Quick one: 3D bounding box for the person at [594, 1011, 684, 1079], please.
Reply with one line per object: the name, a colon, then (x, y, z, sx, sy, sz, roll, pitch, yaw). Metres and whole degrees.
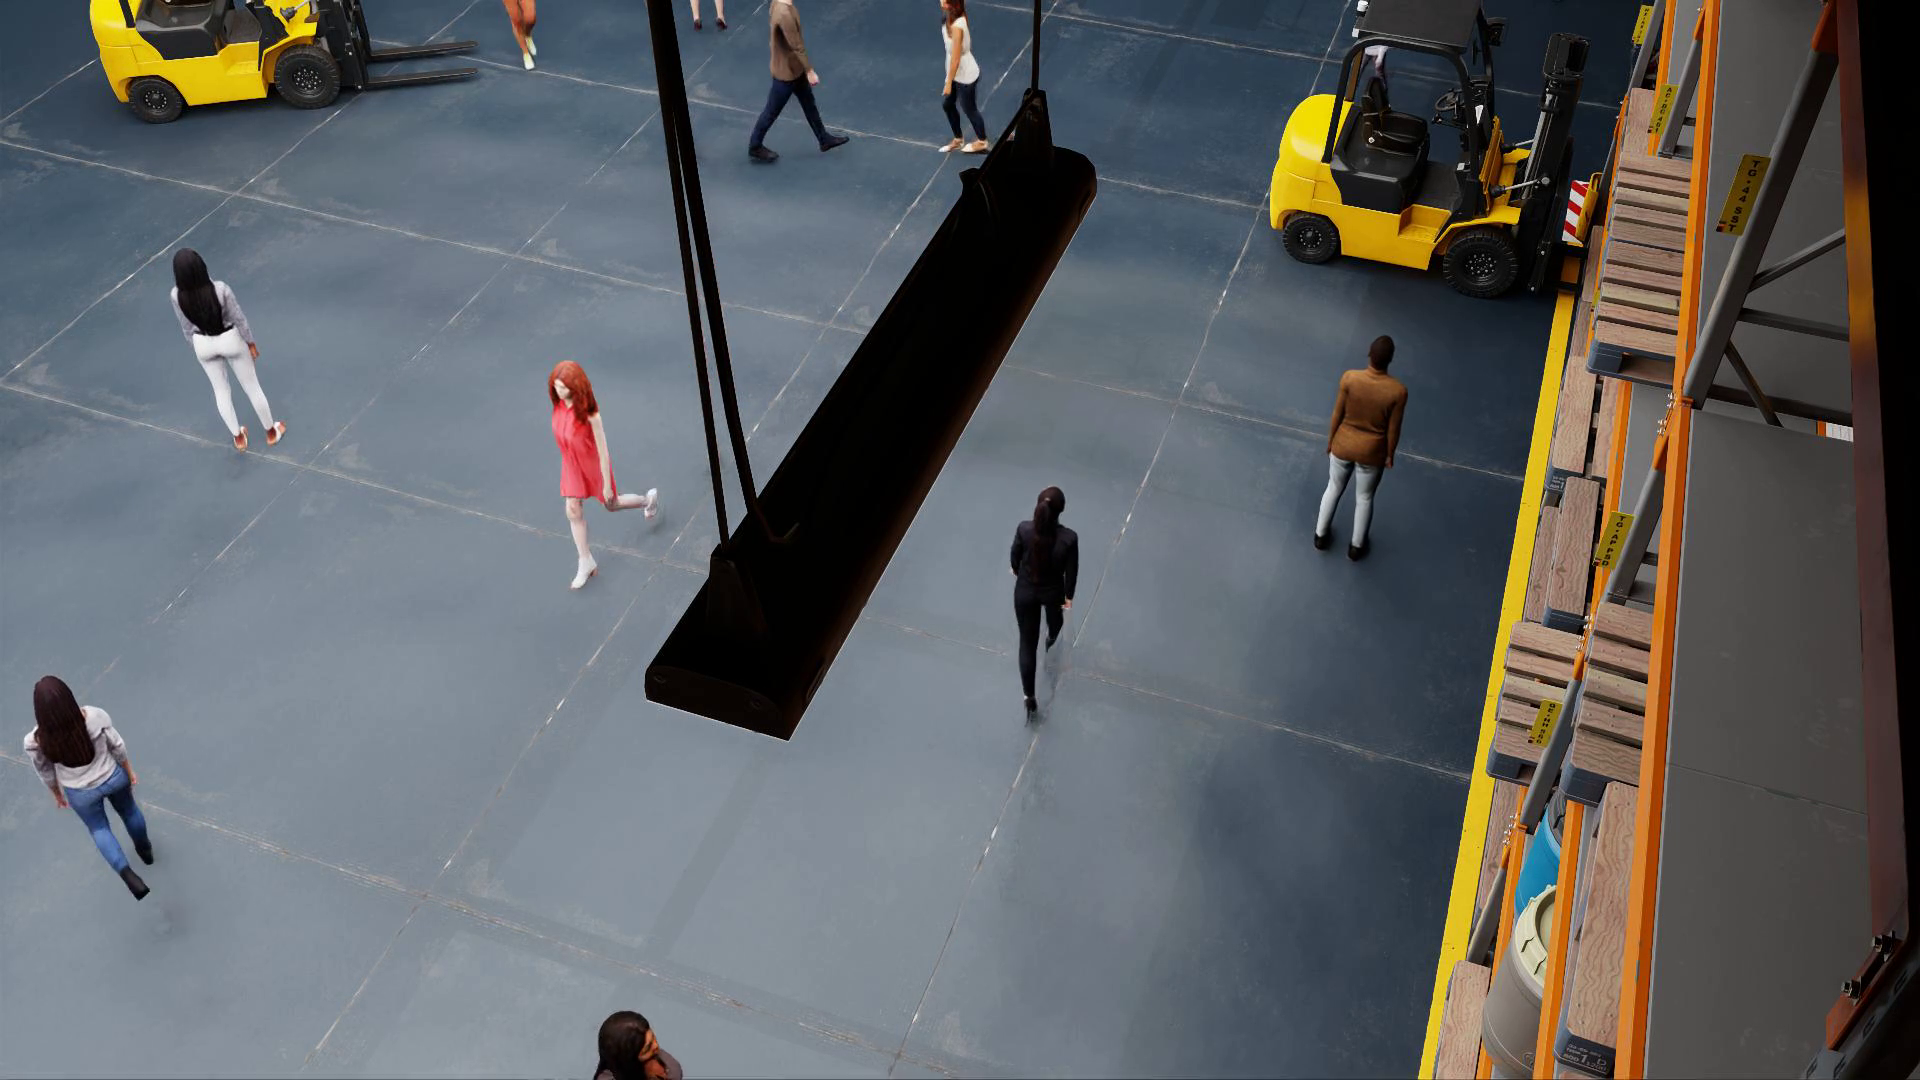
person: (-1.549, 2.758, 7.765, 0.830, 1.833, 0.782, 2, 44, 2)

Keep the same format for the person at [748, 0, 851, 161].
person: (-1.666, -4.274, 15.144, 1.084, 1.836, 1.232, -4, 44, -5)

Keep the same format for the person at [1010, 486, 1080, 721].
person: (0.491, 0.397, 10.362, 0.728, 1.668, 1.089, 7, 44, 7)

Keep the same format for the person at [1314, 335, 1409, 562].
person: (2.722, -0.625, 11.329, 0.626, 1.815, 0.535, 17, 46, 17)

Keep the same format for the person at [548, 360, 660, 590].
person: (-2.435, -0.514, 11.227, 0.795, 1.794, 1.195, 25, 49, 24)

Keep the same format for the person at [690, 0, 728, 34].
person: (-2.676, -6.101, 17.083, 0.648, 1.807, 0.600, 2, 44, 2)

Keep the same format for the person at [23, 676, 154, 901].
person: (-4.818, 1.418, 9.328, 0.926, 1.617, 0.930, -27, 50, -25)

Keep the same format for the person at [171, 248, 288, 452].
person: (-5.419, -1.405, 12.214, 0.668, 1.723, 0.669, -7, 44, -7)

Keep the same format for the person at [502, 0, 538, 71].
person: (-4.464, -5.591, 16.566, 0.763, 1.780, 0.824, -15, 46, -15)

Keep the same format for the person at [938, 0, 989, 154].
person: (0.080, -4.306, 15.245, 0.870, 1.743, 0.821, -4, 44, -4)
